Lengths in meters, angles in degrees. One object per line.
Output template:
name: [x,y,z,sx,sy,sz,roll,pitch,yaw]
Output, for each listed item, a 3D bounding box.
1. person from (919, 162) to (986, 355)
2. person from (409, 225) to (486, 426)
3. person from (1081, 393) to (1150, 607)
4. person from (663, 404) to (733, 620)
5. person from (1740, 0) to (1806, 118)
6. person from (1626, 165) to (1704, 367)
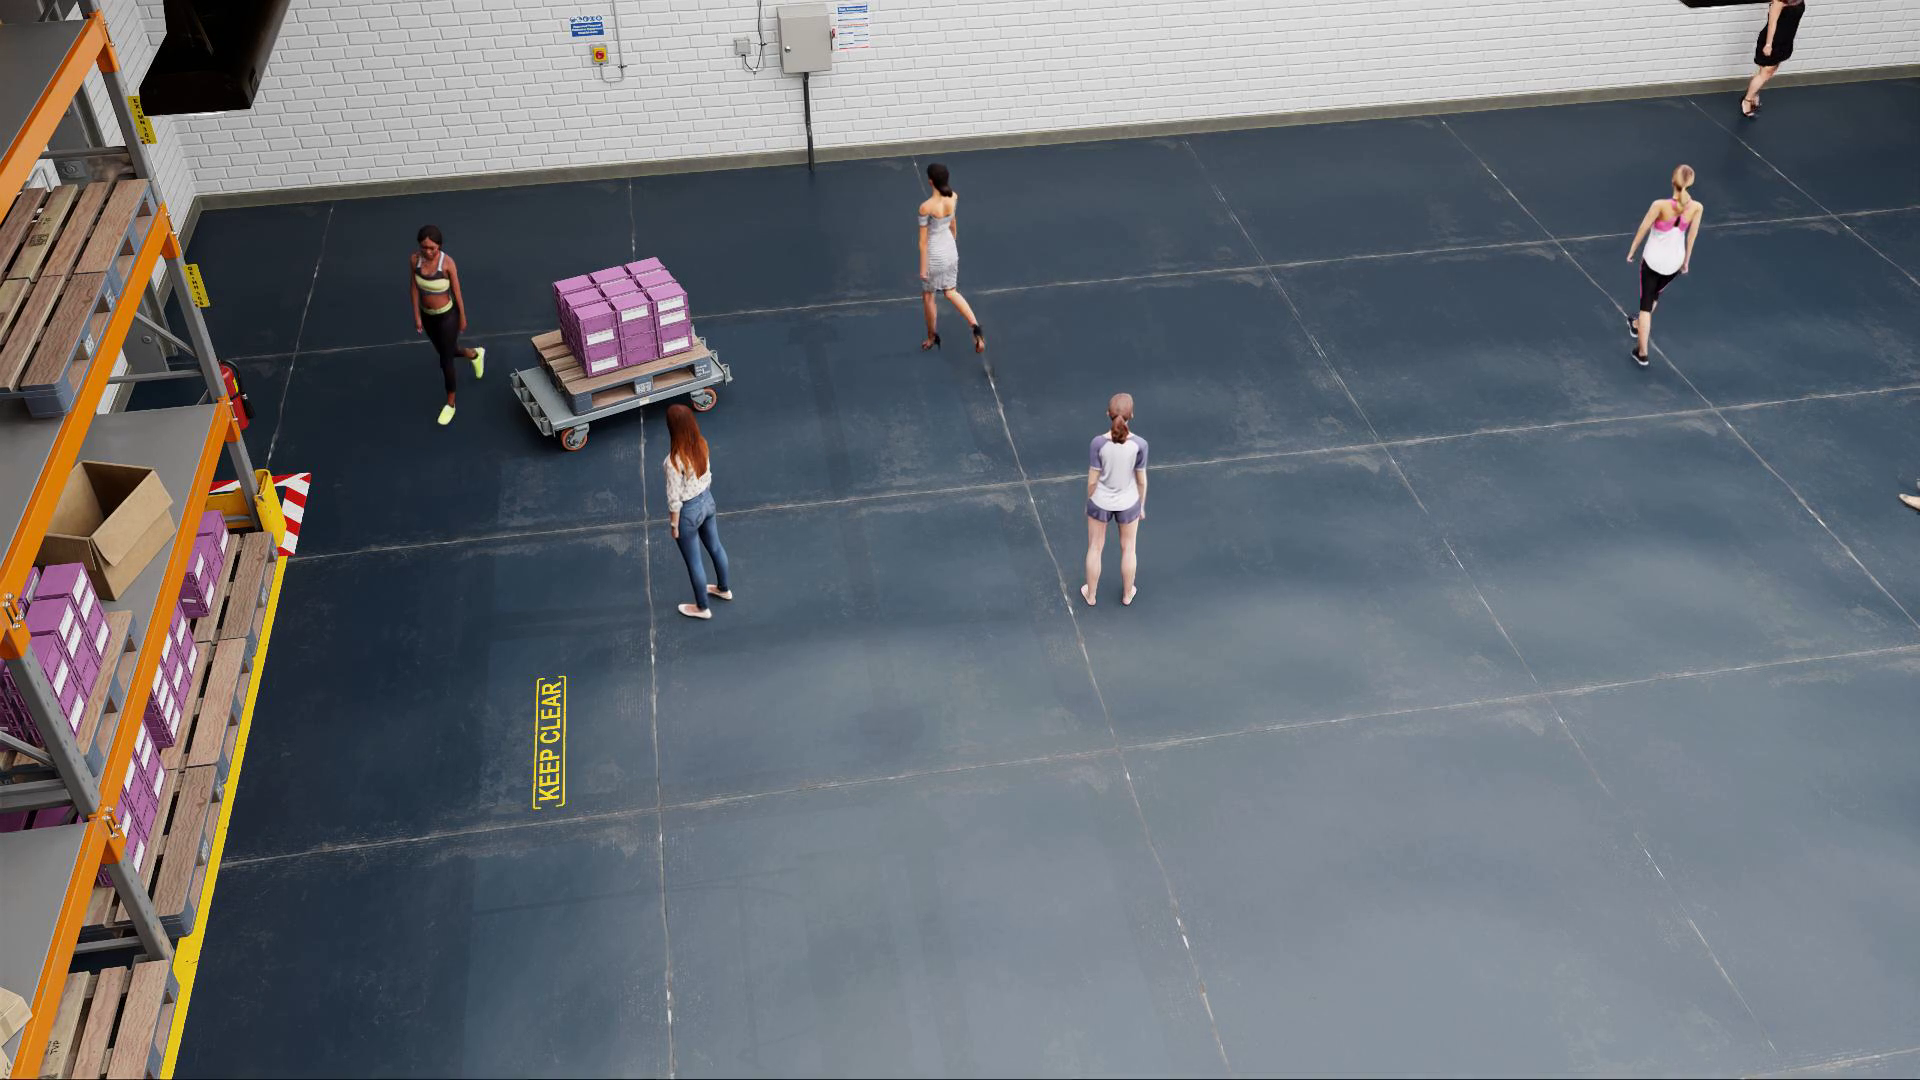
person: [-0.102,-2.321,14.152,1.056,1.802,0.928,31,48,33]
person: [-4.211,-1.855,13.630,0.873,1.725,1.146,10,40,12]
person: [1.076,-0.268,11.609,0.621,1.767,0.615,1,39,1]
person: [-1.840,-0.209,11.566,0.704,1.727,0.629,20,43,23]
person: [8.876,-5.443,18.154,0.823,1.685,0.785,21,43,24]
person: [5.975,-2.309,14.174,0.782,1.754,1.043,3,39,3]
